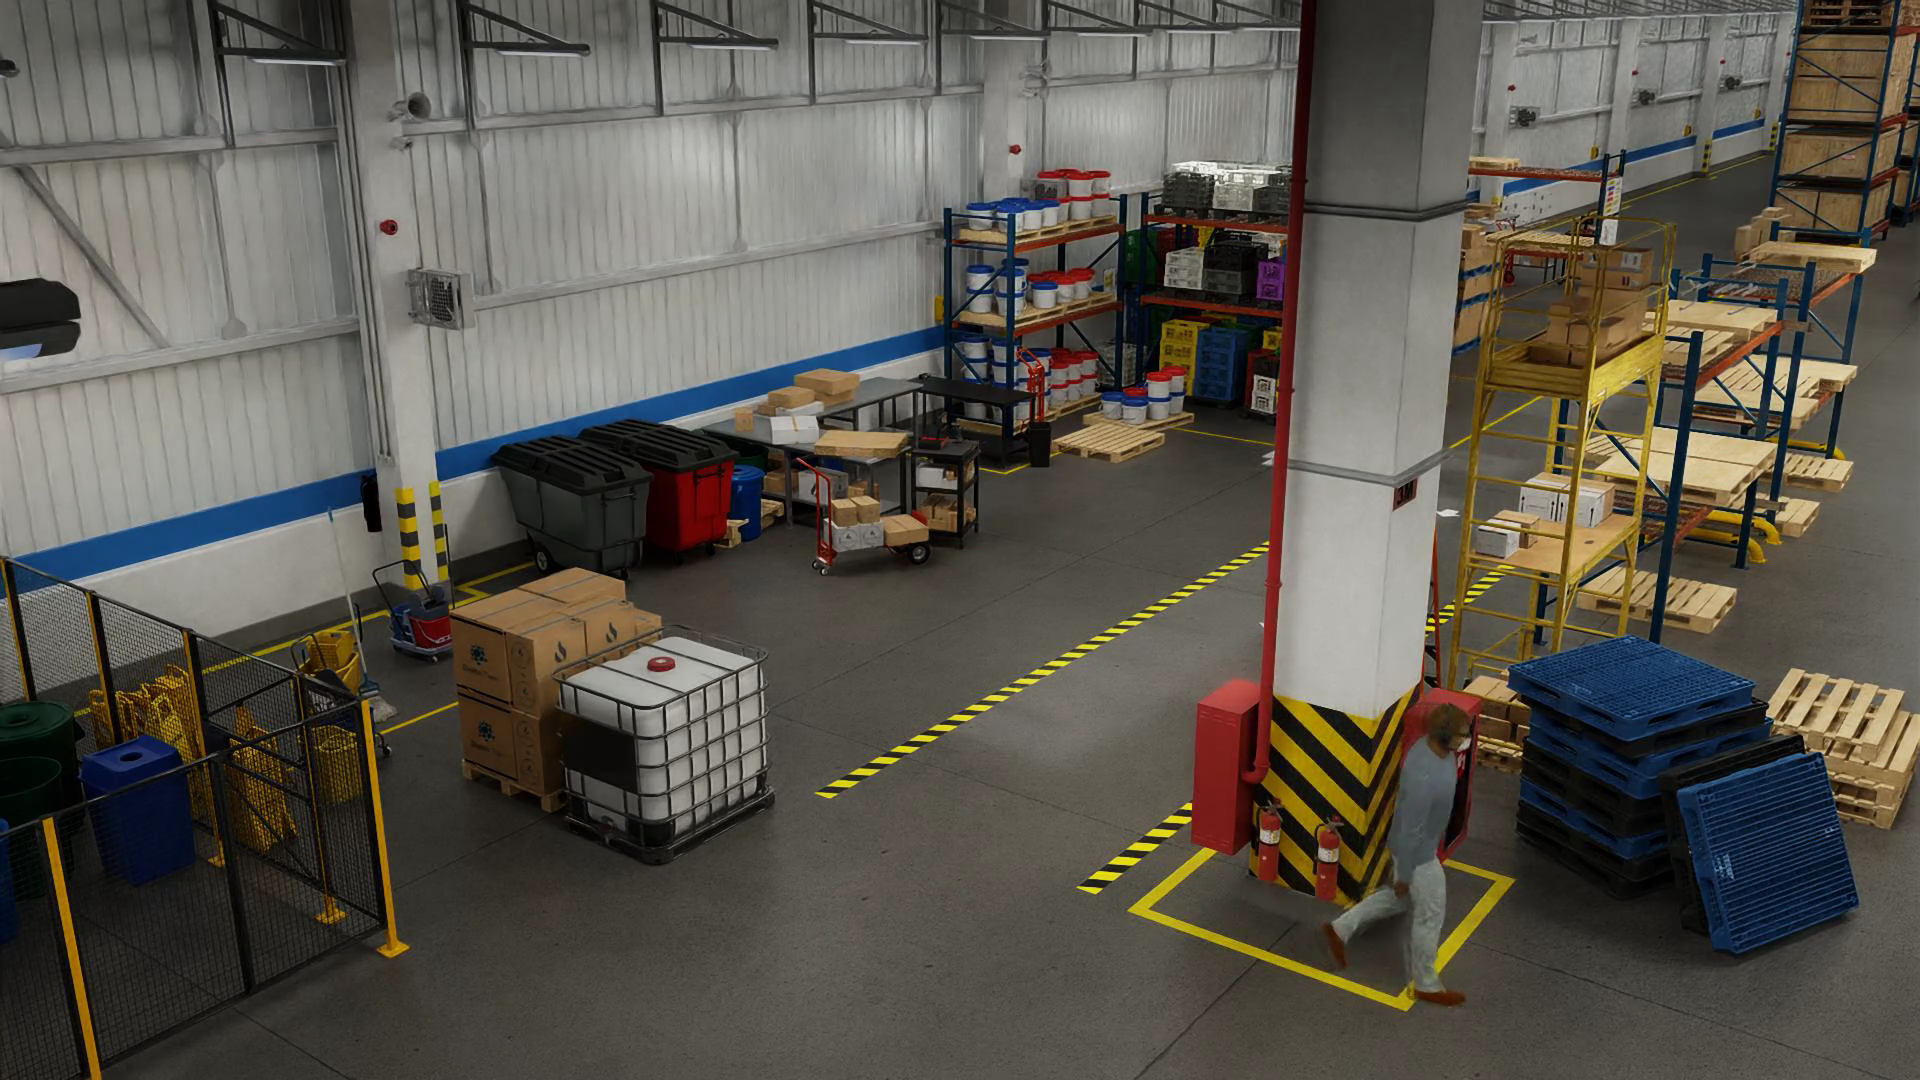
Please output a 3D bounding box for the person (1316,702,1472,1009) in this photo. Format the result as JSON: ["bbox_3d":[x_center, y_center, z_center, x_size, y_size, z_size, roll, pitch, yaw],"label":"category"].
[{"bbox_3d":[2.565,1.791,9.687,0.846,1.913,0.634,6,19,19],"label":"person"}]
